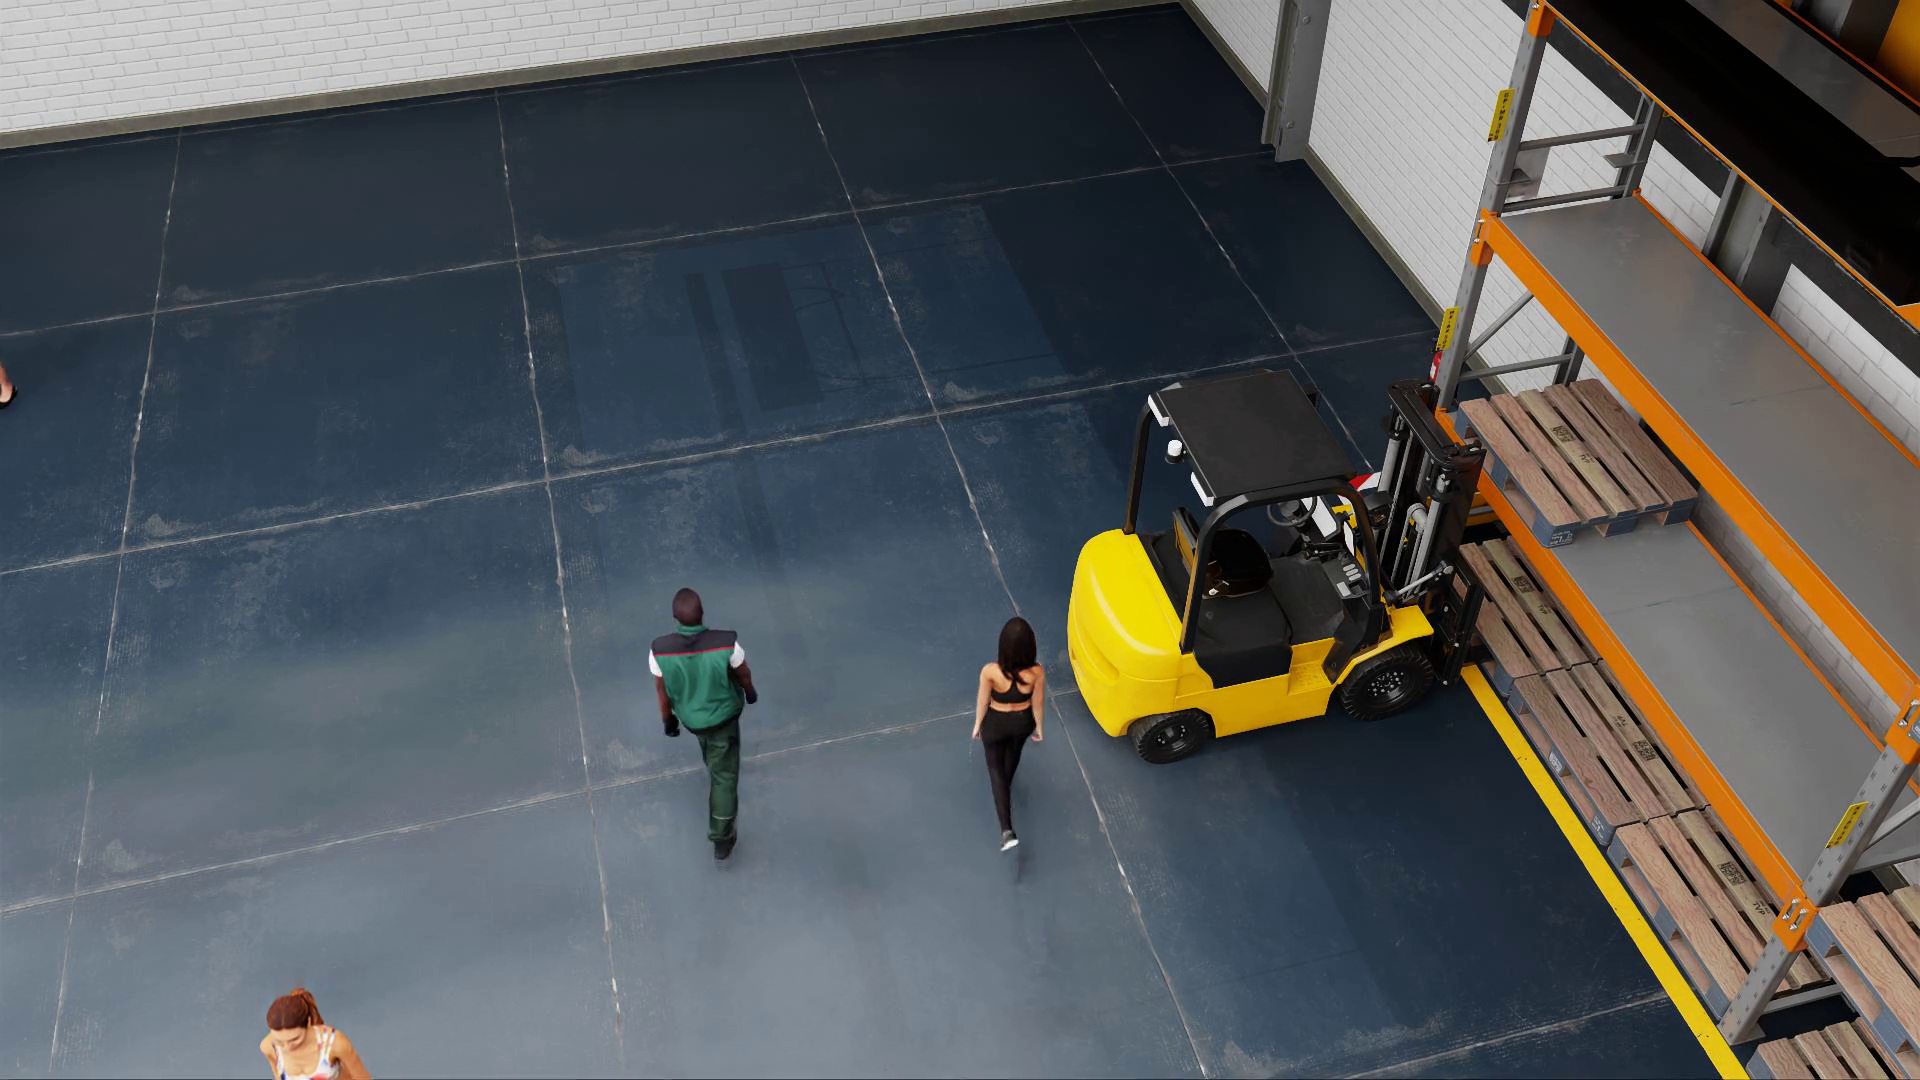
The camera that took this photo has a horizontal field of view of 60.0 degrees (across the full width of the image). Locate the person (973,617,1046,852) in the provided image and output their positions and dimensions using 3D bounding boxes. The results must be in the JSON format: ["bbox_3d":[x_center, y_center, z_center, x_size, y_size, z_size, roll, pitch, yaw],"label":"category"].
[{"bbox_3d":[0.282,1.125,9.585,0.647,1.622,1.021,-5,44,-5],"label":"person"}]

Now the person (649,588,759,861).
[{"bbox_3d":[-1.435,1.054,9.533,0.949,1.796,1.299,2,44,2],"label":"person"}]

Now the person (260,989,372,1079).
[{"bbox_3d":[-2.960,2.632,7.887,0.636,1.781,0.631,2,44,2],"label":"person"}]
